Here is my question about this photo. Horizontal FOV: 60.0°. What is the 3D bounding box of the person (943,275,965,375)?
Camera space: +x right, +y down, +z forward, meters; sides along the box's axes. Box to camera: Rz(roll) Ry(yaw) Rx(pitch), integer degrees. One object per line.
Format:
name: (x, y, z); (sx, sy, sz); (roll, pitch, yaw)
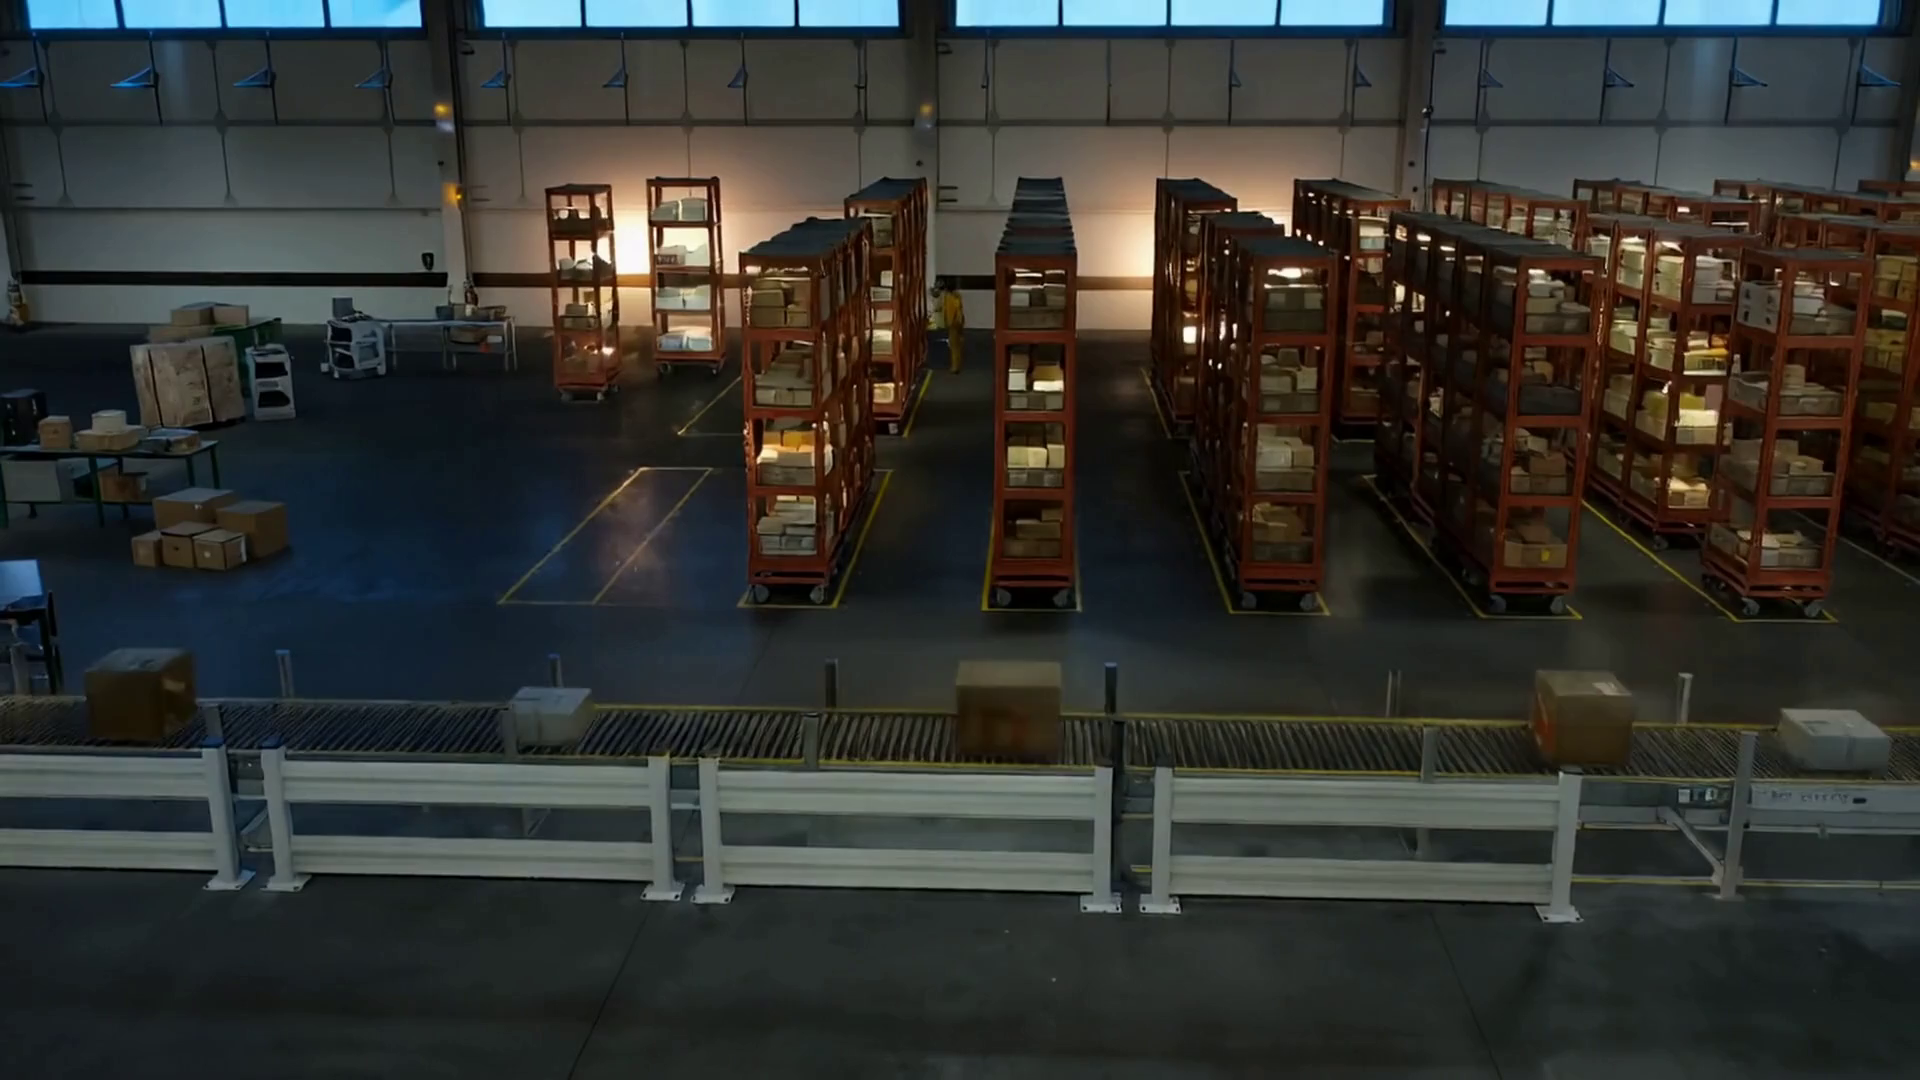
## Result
person: (-0.101, -3.990, 30.866); (0.389, 1.839, 0.563); (-2, 15, -7)

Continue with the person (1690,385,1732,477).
person: (9.644, -1.423, 21.444); (0.591, 1.794, 0.915); (0, 15, 1)
